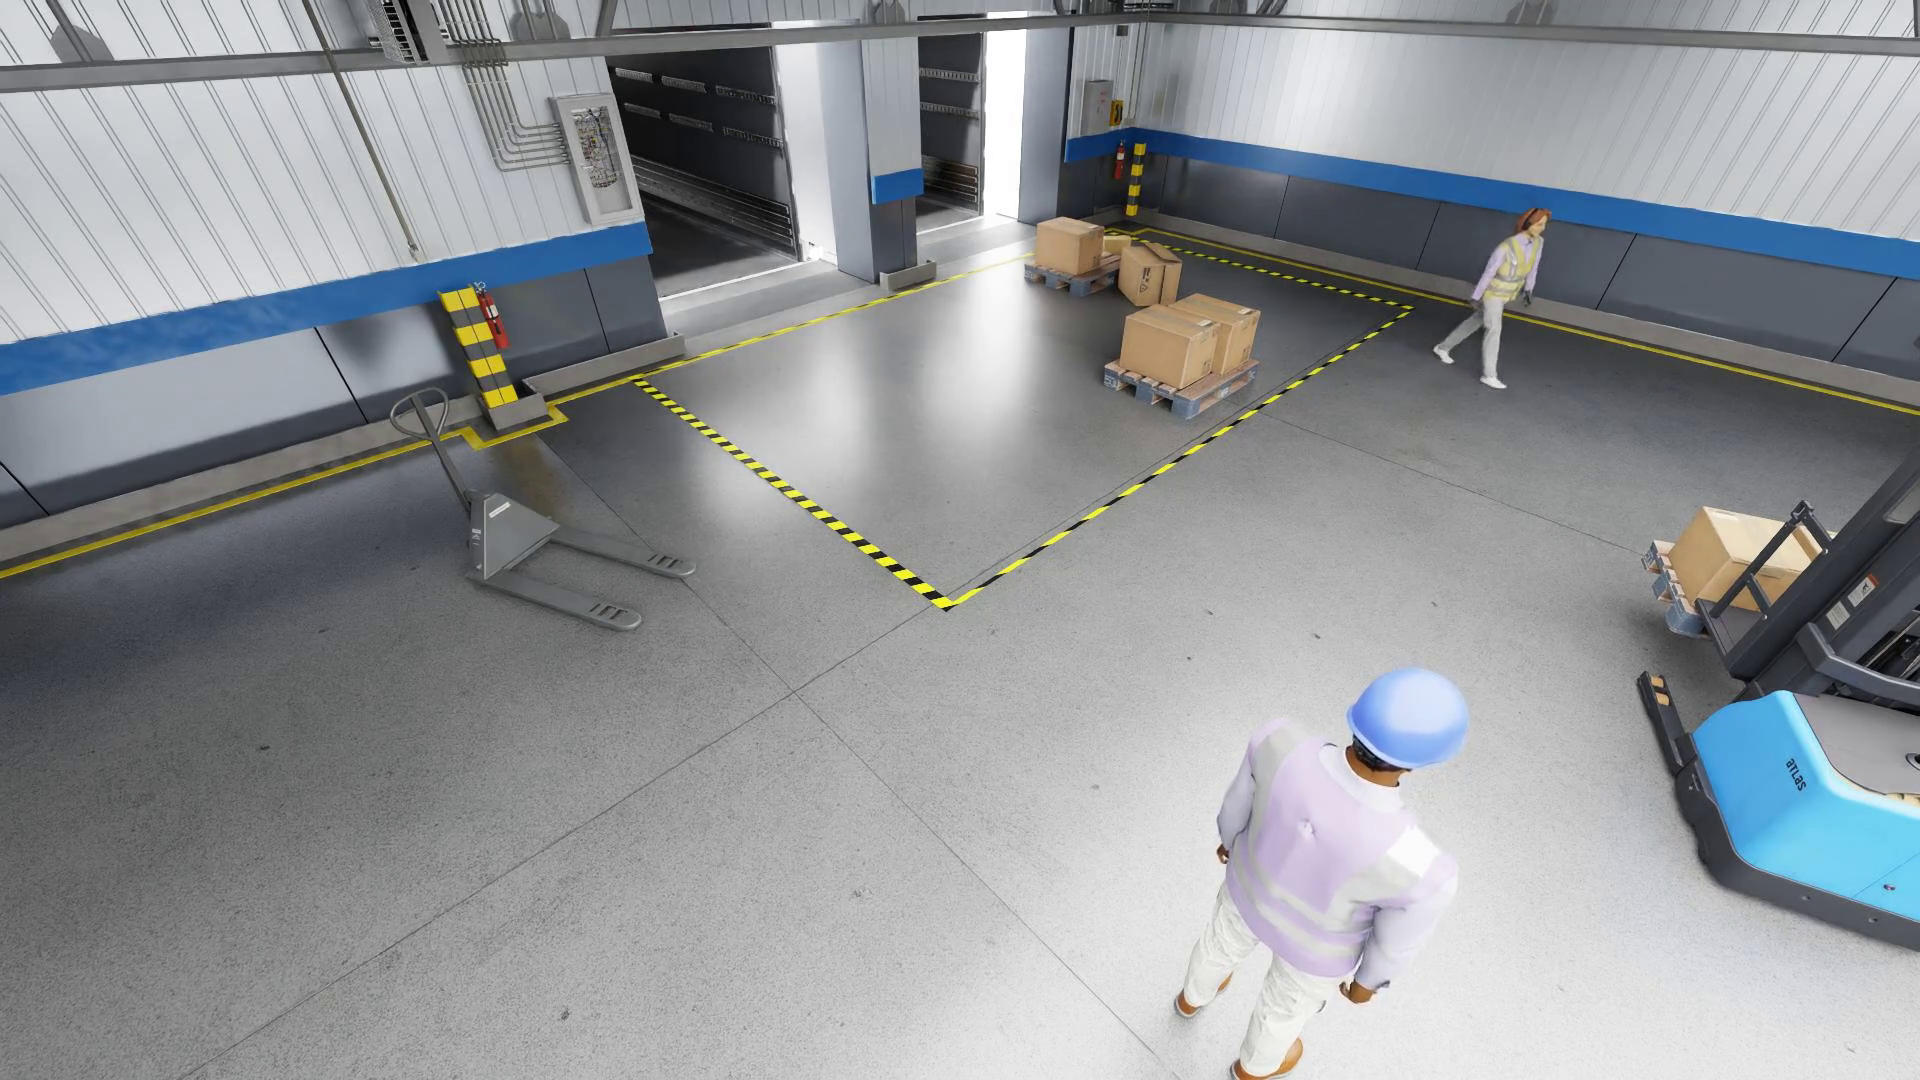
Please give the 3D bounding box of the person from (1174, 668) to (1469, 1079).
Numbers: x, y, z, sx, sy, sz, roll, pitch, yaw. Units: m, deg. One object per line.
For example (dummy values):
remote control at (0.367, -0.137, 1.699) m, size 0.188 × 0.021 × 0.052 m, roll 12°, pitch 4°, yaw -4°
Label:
person at (1.046, 1.106, 2.262) m, size 0.403 × 1.946 × 0.608 m, roll -20°, pitch 42°, yaw -24°

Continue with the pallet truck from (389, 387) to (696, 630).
pallet truck at (-2.613, -0.247, 4.593) m, size 1.601 × 1.201 × 0.680 m, roll 14°, pitch 40°, yaw 17°

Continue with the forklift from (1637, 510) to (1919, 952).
forklift at (3.839, 0.603, 2.839) m, size 0.716 × 2.013 × 0.776 m, roll 16°, pitch 41°, yaw 20°

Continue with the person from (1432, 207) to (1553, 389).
person at (5.152, -2.328, 6.991) m, size 0.507 × 1.587 × 0.882 m, roll -17°, pitch 41°, yaw -21°
